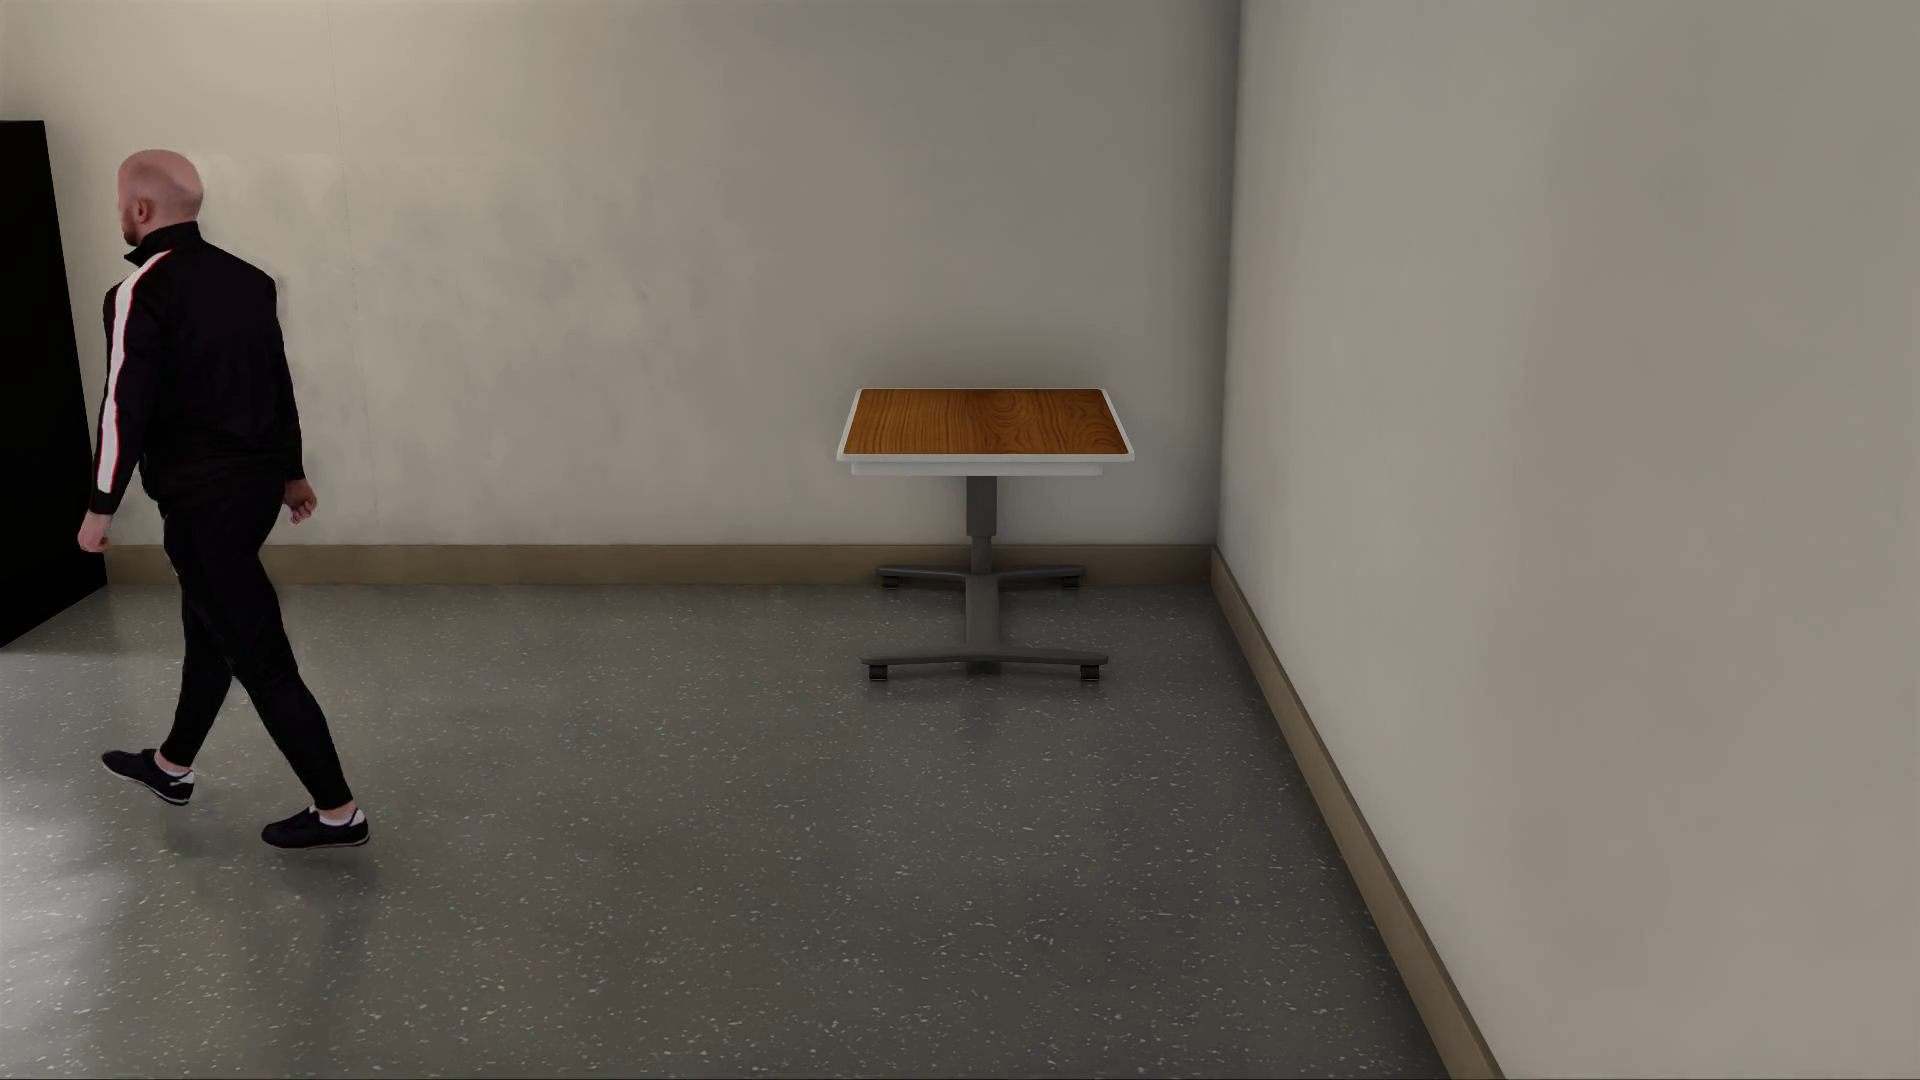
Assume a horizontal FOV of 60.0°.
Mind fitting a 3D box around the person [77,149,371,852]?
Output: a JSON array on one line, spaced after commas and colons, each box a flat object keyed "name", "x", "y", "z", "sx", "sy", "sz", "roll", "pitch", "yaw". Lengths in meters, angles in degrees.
[{"name": "person", "x": -1.783, "y": -0.038, "z": 4.233, "sx": 1.174, "sy": 1.788, "sz": 0.842, "roll": 3, "pitch": 16, "yaw": 10}]
